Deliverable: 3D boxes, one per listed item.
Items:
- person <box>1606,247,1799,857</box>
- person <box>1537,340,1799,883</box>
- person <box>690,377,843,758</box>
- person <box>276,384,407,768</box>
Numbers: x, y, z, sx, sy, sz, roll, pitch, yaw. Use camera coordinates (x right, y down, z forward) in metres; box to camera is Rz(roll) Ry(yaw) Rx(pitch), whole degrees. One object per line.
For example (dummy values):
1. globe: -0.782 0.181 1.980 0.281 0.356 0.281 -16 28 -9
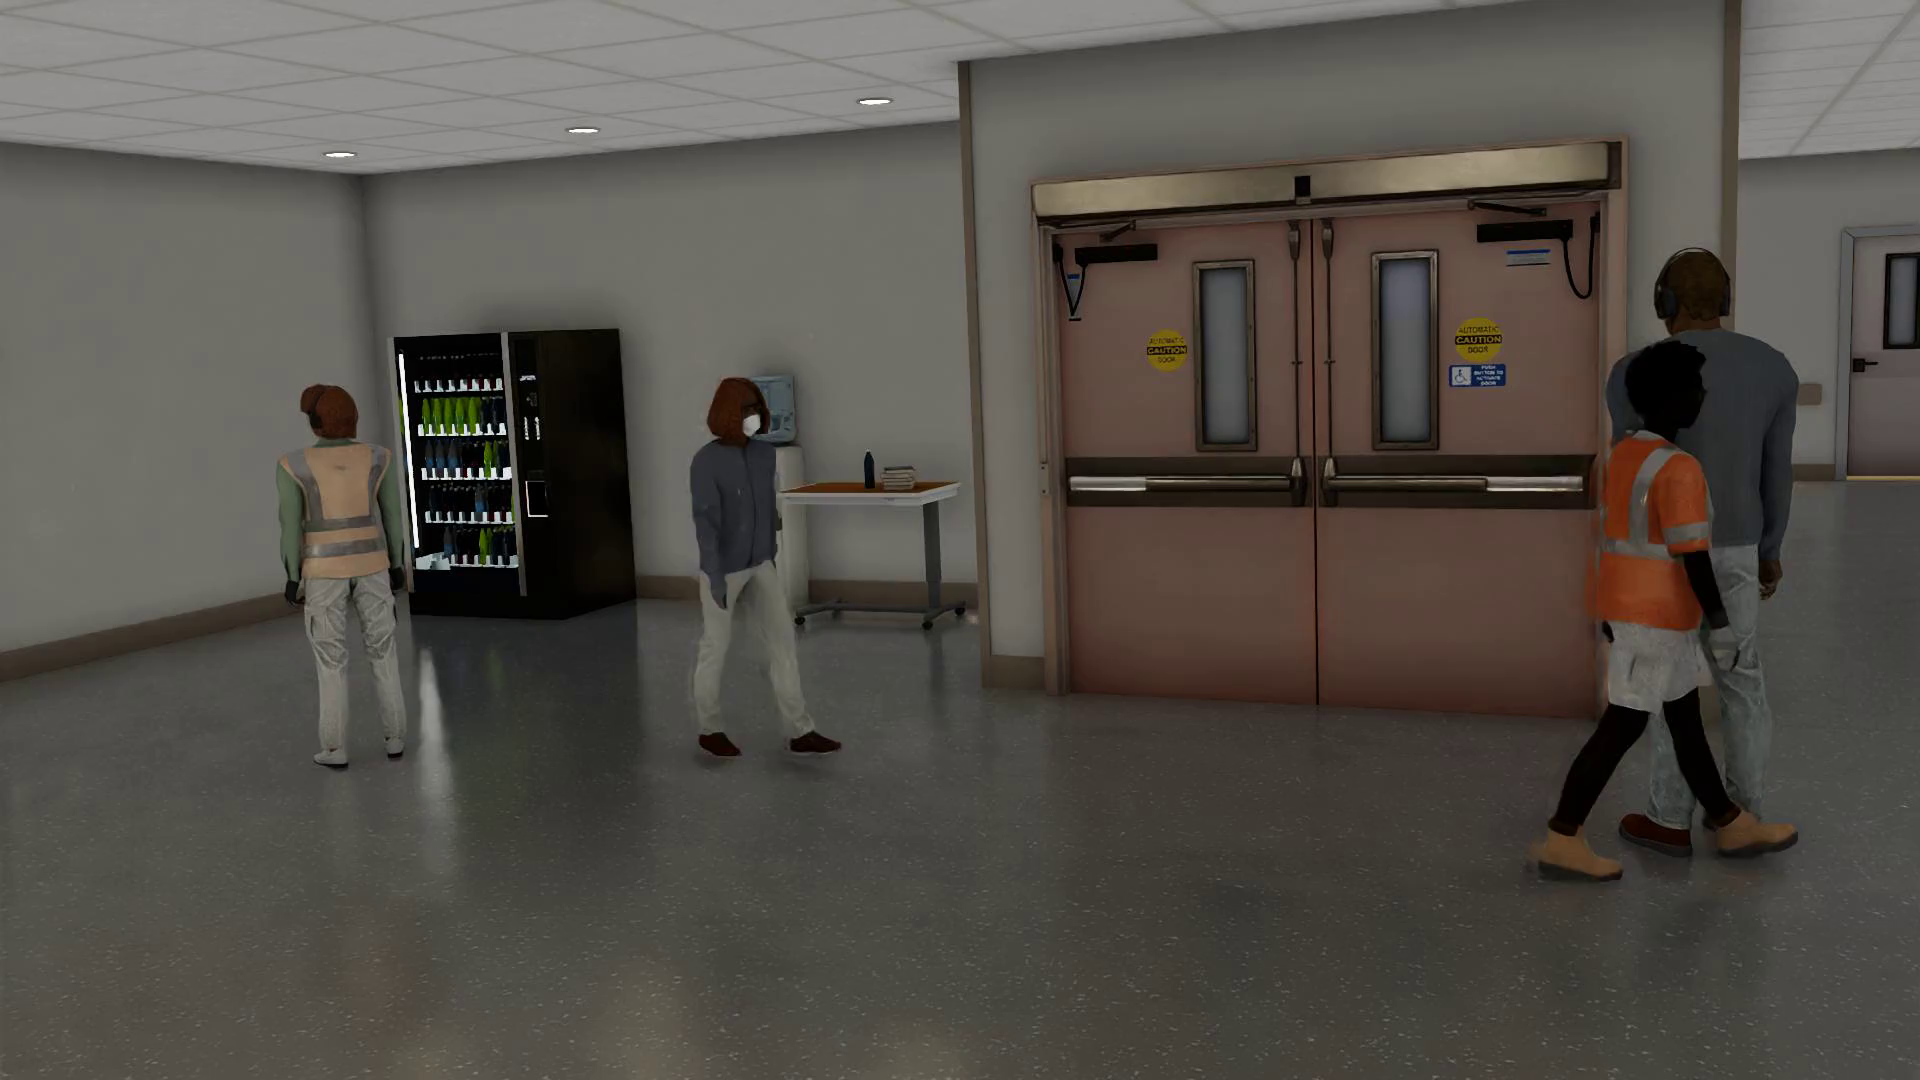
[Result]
1. person: 2.354 0.042 5.324 0.635 1.936 0.354 -4 8 -10
2. person: 2.160 0.221 5.088 0.852 1.651 0.542 -1 7 7
3. person: -0.853 0.136 6.869 0.773 1.598 0.521 4 9 38
4. person: -2.636 0.152 7.138 0.522 1.645 0.306 -8 9 -36
